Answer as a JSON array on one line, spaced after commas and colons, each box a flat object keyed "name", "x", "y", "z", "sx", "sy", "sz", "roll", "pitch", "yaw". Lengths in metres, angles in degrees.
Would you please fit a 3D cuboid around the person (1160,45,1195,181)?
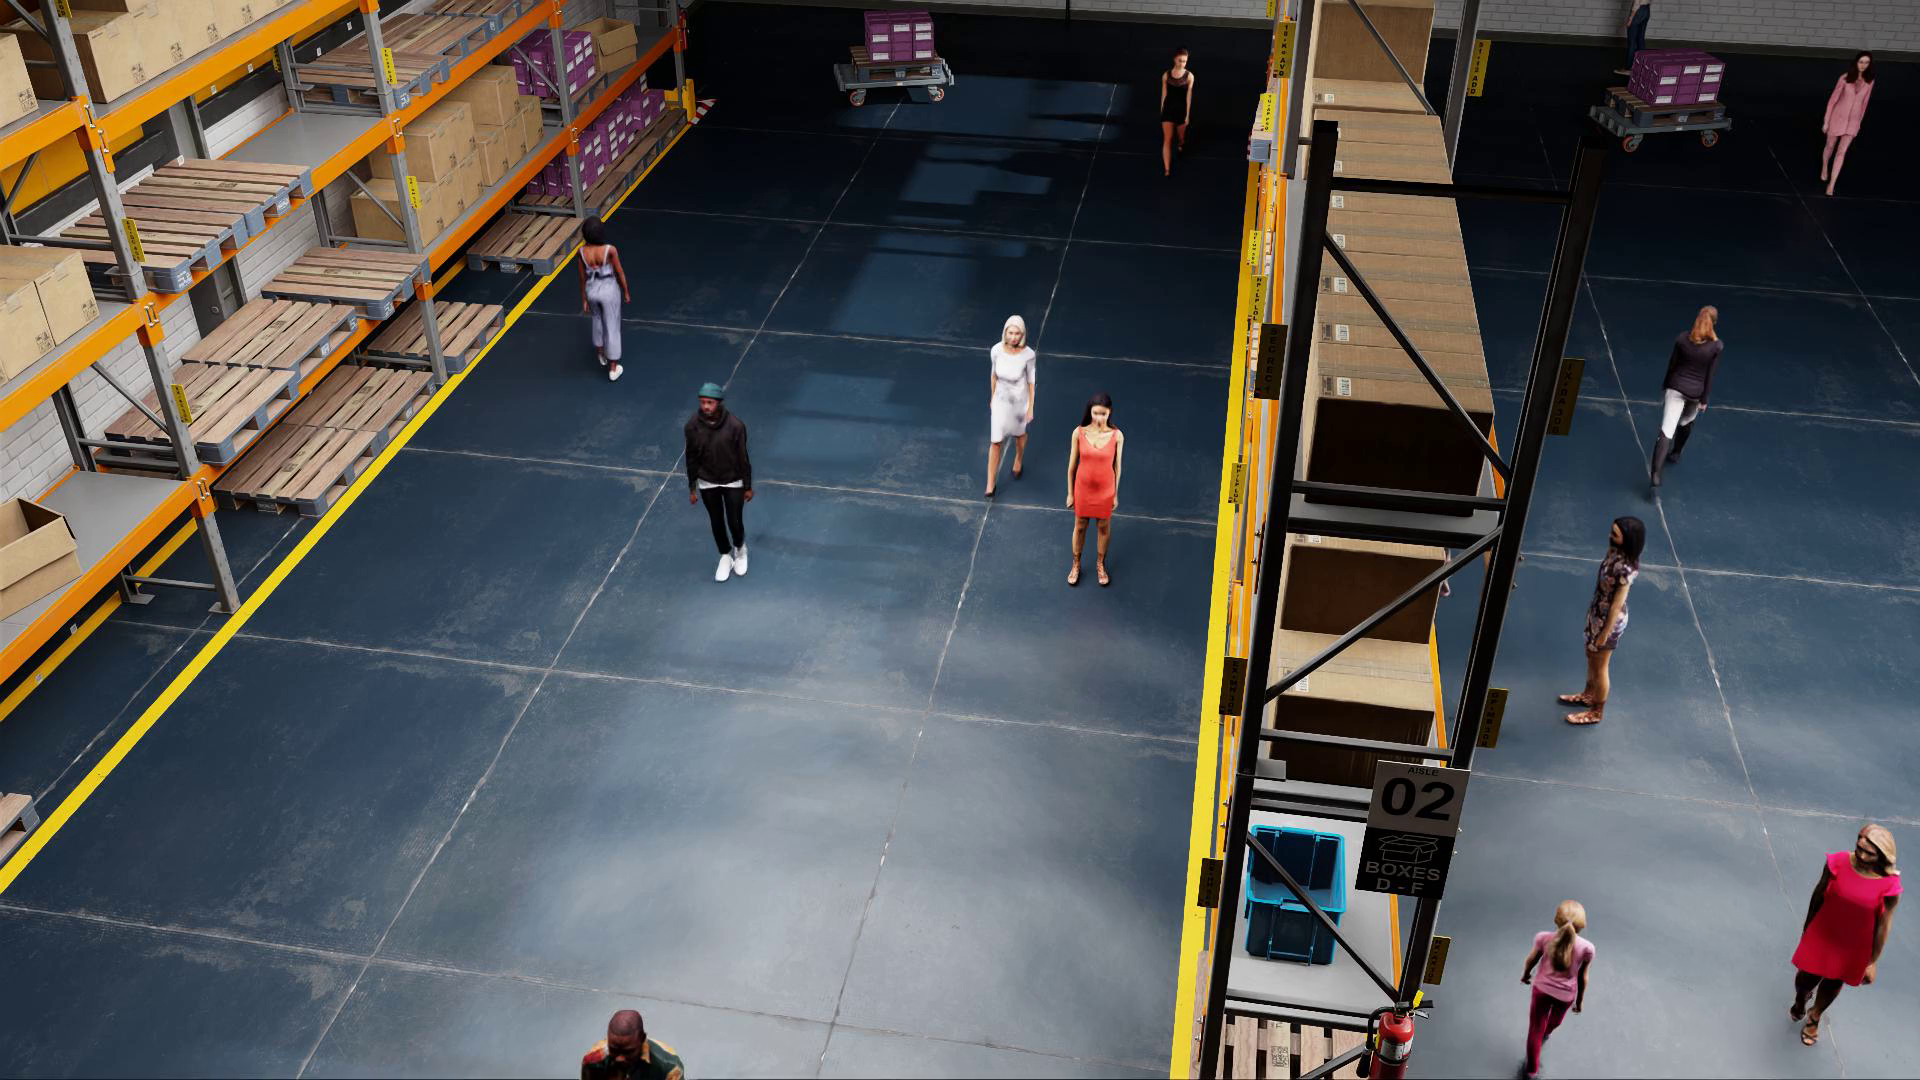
[{"name": "person", "x": 2.782, "y": -5.503, "z": 21.291, "sx": 0.586, "sy": 1.656, "sz": 1.007, "roll": 7, "pitch": 34, "yaw": 11}]

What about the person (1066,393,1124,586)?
[{"name": "person", "x": 1.096, "y": -0.417, "z": 13.583, "sx": 0.612, "sy": 1.718, "sz": 0.567, "roll": 1, "pitch": 34, "yaw": 2}]

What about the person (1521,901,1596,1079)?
[{"name": "person", "x": 3.377, "y": 2.606, "z": 9.458, "sx": 0.583, "sy": 1.250, "sz": 0.833, "roll": 13, "pitch": 36, "yaw": 18}]

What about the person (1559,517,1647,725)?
[{"name": "person", "x": 4.695, "y": 0.579, "z": 12.069, "sx": 0.647, "sy": 1.736, "sz": 0.450, "roll": 3, "pitch": 34, "yaw": 4}]

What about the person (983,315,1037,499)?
[{"name": "person", "x": 0.484, "y": -1.260, "z": 14.862, "sx": 0.604, "sy": 1.706, "sz": 1.038, "roll": 8, "pitch": 34, "yaw": 12}]

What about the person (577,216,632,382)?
[{"name": "person", "x": -3.566, "y": -2.374, "z": 16.560, "sx": 0.601, "sy": 1.682, "sz": 0.742, "roll": 4, "pitch": 34, "yaw": 7}]

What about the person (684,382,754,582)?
[{"name": "person", "x": -1.938, "y": -0.522, "z": 13.660, "sx": 0.686, "sy": 1.808, "sz": 0.644, "roll": 4, "pitch": 34, "yaw": 6}]

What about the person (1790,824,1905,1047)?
[{"name": "person", "x": 5.109, "y": 2.231, "z": 9.600, "sx": 0.710, "sy": 1.717, "sz": 0.753, "roll": 20, "pitch": 38, "yaw": 27}]

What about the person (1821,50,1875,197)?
[{"name": "person", "x": 11.050, "y": -5.249, "z": 20.826, "sx": 0.732, "sy": 1.747, "sz": 1.156, "roll": 10, "pitch": 35, "yaw": 15}]

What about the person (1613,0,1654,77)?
[{"name": "person", "x": 10.081, "y": -7.771, "z": 24.640, "sx": 0.644, "sy": 1.725, "sz": 0.701, "roll": -21, "pitch": 39, "yaw": -28}]

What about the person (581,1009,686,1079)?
[{"name": "person", "x": -1.589, "y": 2.966, "z": 8.450, "sx": 0.683, "sy": 1.766, "sz": 1.151, "roll": 5, "pitch": 34, "yaw": 8}]

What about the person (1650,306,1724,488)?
[{"name": "person", "x": 6.443, "y": -1.235, "z": 14.847, "sx": 0.871, "sy": 1.681, "sz": 1.289, "roll": 18, "pitch": 38, "yaw": 25}]
